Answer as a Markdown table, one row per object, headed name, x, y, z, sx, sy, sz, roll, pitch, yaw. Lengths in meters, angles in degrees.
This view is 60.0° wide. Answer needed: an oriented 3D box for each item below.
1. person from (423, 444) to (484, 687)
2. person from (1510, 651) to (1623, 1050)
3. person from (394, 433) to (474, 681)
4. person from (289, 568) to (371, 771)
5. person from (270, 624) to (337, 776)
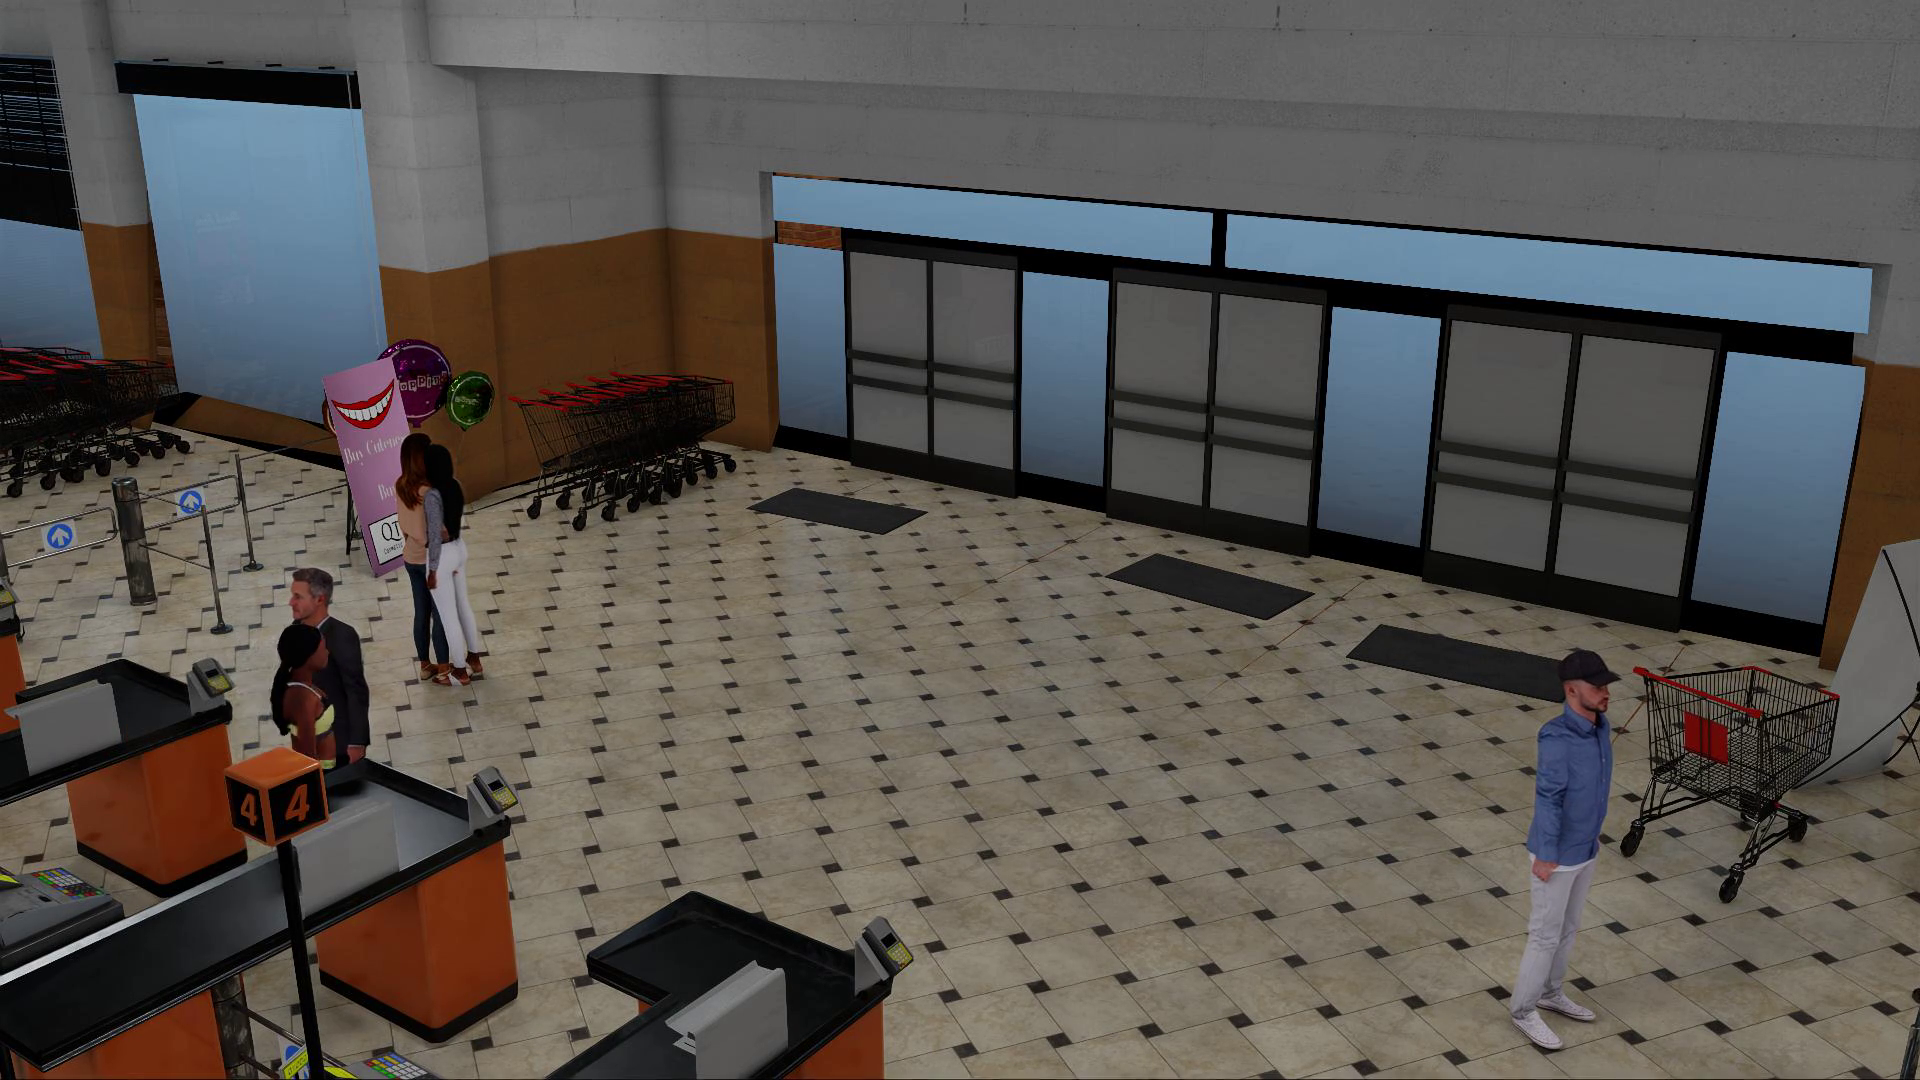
| name | x | y | z | sx | sy | sz | roll | pitch | yaw |
| --- | --- | --- | --- | --- | --- | --- | --- | --- | --- |
| person | -3.558 | 0.162 | 11.519 | 0.727 | 1.724 | 0.587 | 3 | 19 | 9 |
| person | 2.782 | 1.387 | 7.629 | 0.566 | 1.888 | 0.758 | -17 | 25 | -41 |
| person | -3.688 | 0.130 | 11.505 | 0.594 | 1.792 | 0.527 | 11 | 22 | 30 |
| person | -3.344 | 1.001 | 8.844 | 0.720 | 1.842 | 0.614 | 14 | 23 | 36 |
| person | -3.311 | 1.263 | 8.247 | 1.104 | 1.729 | 0.828 | -11 | 22 | -30 |
